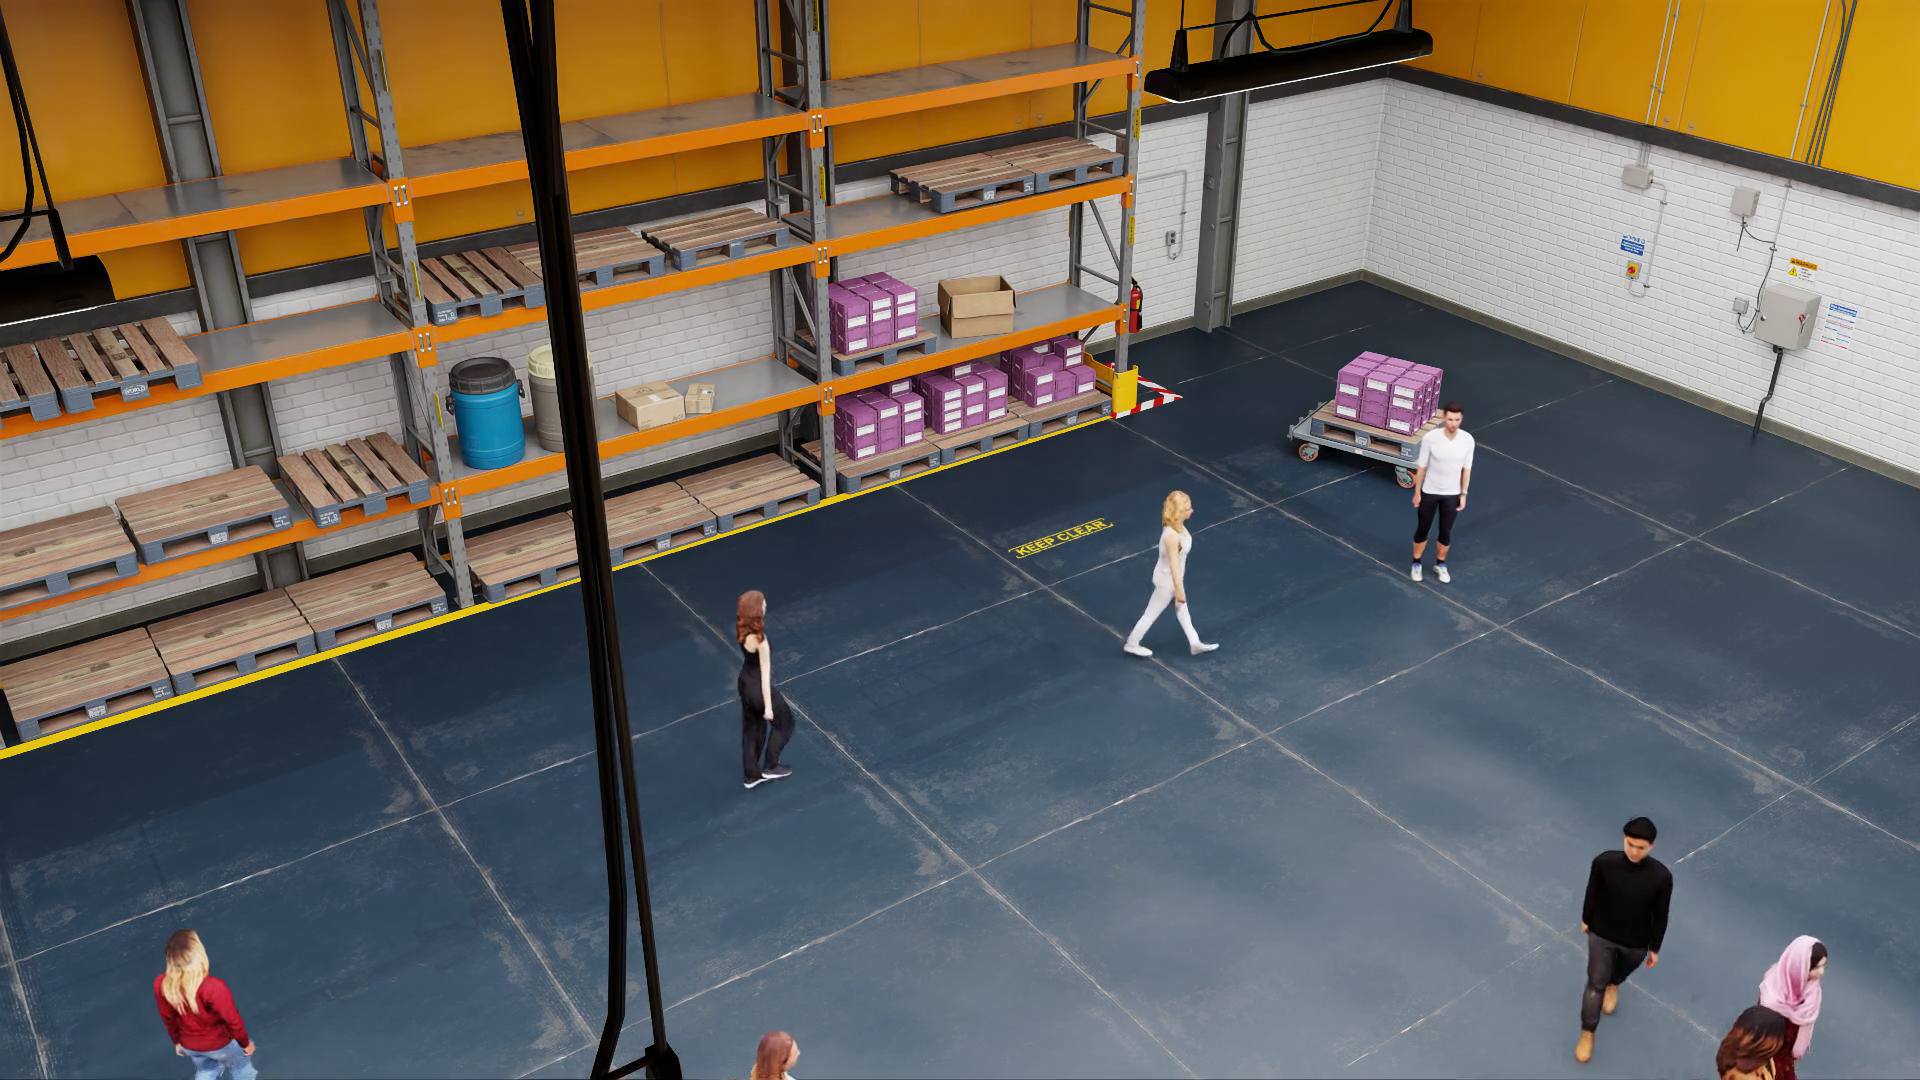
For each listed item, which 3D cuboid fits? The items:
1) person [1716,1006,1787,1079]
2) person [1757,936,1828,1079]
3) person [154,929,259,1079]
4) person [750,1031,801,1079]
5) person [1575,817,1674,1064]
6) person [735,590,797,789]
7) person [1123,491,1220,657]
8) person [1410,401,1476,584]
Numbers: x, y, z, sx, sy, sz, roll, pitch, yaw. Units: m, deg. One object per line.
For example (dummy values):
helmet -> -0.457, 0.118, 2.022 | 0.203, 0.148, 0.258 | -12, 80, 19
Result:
person -> 4.134, 3.235, 9.147 | 0.919, 1.703, 0.841 | 16, 33, 27
person -> 4.704, 2.927, 9.774 | 0.620, 1.643, 0.740 | -19, 34, -31
person -> -4.404, 2.962, 9.730 | 0.874, 1.622, 0.927 | 4, 29, 7
person -> -1.067, 3.344, 8.988 | 1.184, 1.664, 0.853 | -7, 29, -12
person -> 4.239, 2.445, 10.611 | 1.002, 1.687, 1.186 | 13, 31, 22
person -> -1.649, 1.190, 12.862 | 0.643, 1.736, 0.612 | -20, 34, -32
person -> 1.743, 0.336, 14.544 | 1.141, 1.624, 1.077 | 5, 29, 9
person -> 4.561, -0.472, 15.791 | 0.720, 1.848, 0.793 | 3, 29, 6
